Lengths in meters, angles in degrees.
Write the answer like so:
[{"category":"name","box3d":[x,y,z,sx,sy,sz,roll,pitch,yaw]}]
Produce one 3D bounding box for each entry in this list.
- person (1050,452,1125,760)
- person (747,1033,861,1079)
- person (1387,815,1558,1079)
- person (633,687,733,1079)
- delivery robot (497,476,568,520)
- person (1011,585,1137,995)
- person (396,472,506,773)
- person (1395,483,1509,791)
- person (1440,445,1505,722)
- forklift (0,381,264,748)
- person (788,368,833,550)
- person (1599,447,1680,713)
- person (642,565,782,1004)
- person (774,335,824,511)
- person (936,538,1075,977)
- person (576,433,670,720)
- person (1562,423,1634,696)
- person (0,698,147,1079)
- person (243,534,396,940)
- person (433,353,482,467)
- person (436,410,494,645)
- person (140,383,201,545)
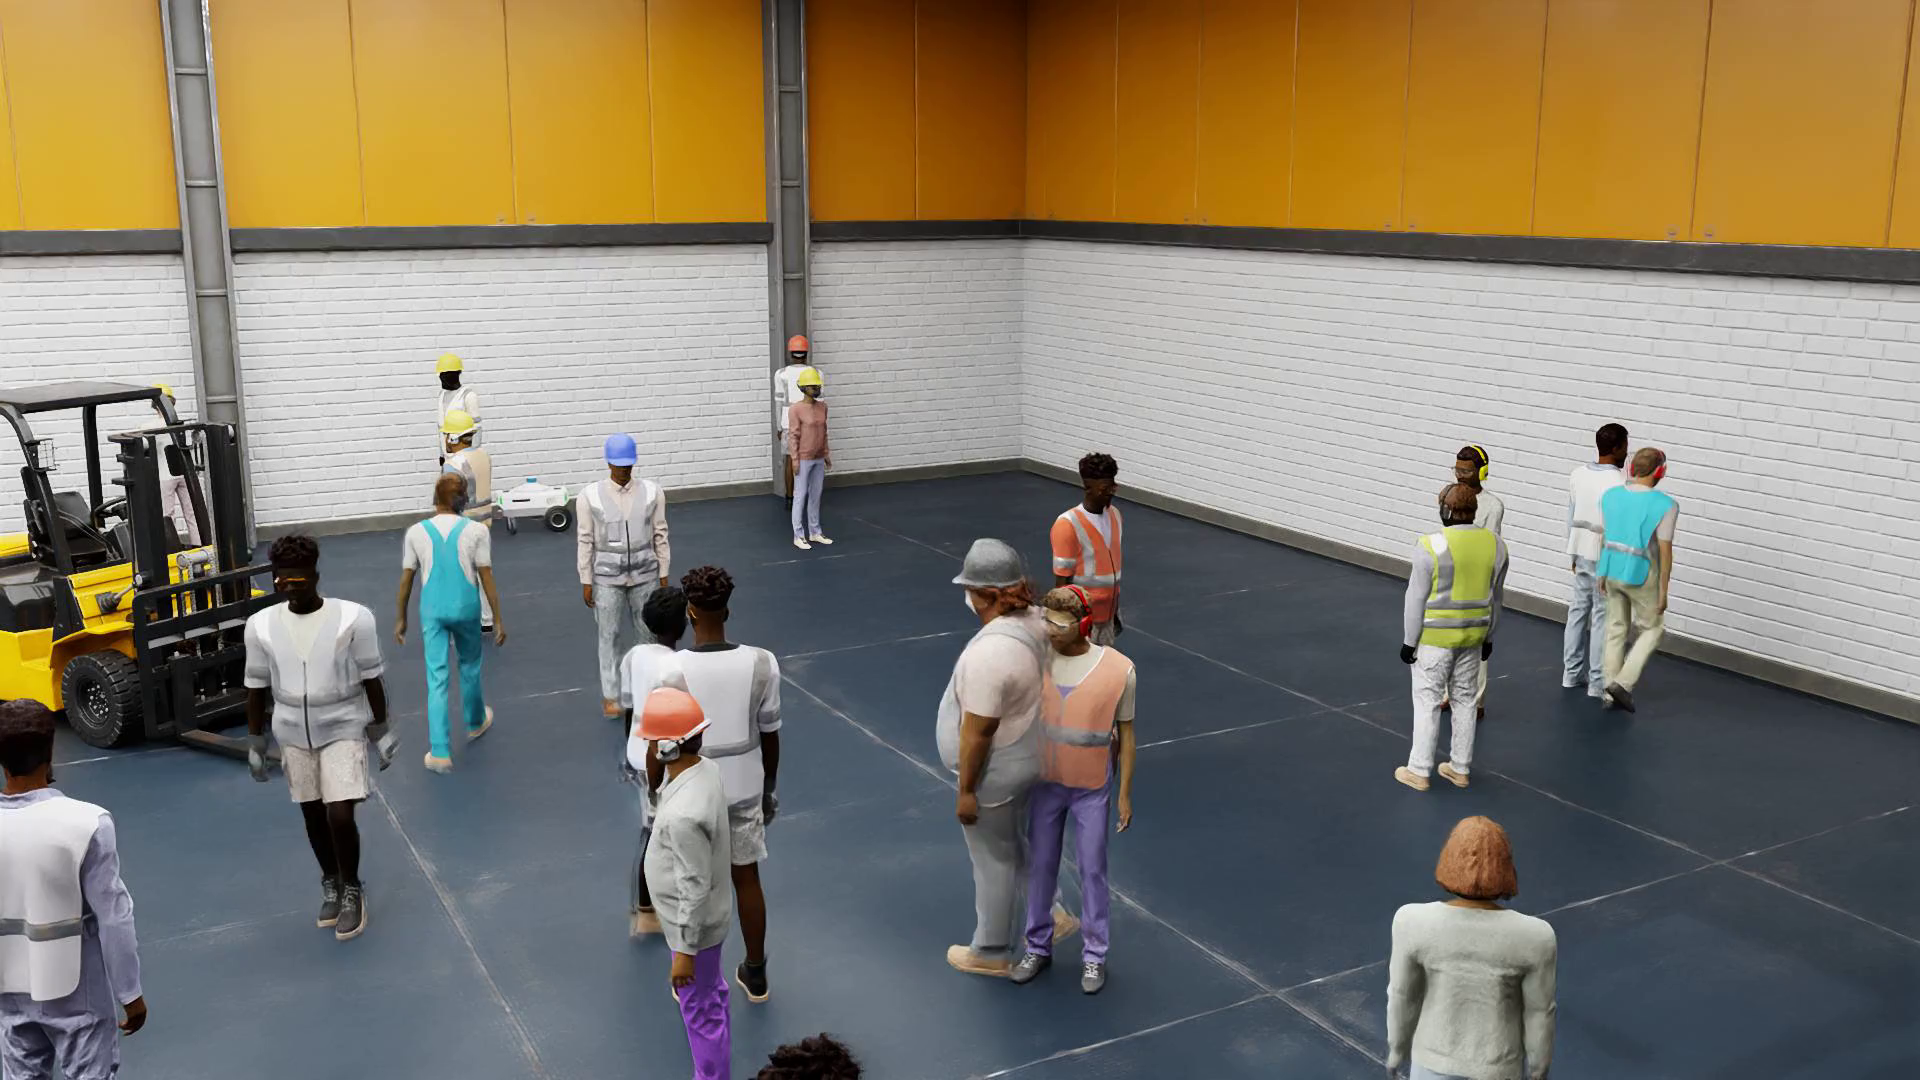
[{"category":"person","box3d":[0.796,0.429,10.128,0.367,1.962,0.613,10,16,39]},{"category":"person","box3d":[-0.251,1.892,3.313,0.639,1.960,0.400,1,12,4]},{"category":"person","box3d":[1.587,1.647,5.203,0.504,1.632,0.283,4,13,18]},{"category":"person","box3d":[-1.012,1.387,6.145,0.339,1.748,0.564,-1,12,-4]},{"category":"delivery robot","box3d":[-4.421,-0.415,17.192,0.707,0.478,0.477,-4,13,-17]},{"category":"person","box3d":[0.490,1.084,7.352,0.575,1.837,0.374,4,13,19]},{"category":"person","box3d":[-3.169,0.473,10.357,0.652,1.777,0.944,-2,12,-9]},{"category":"person","box3d":[2.884,0.572,9.788,0.638,1.830,0.429,-4,13,-18]},{"category":"person","box3d":[3.356,0.290,11.042,0.333,1.860,0.510,-5,13,-24]},{"category":"forklift","box3d":[-5.853,0.085,11.199,2.313,2.155,1.214,7,14,28]},{"category":"person","box3d":[-1.469,-0.802,16.362,0.304,1.772,0.529,9,15,36]},{"category":"person","box3d":[4.515,0.278,11.169,0.423,1.822,0.574,-9,15,-35]},{"category":"person","box3d":[-1.055,1.072,7.146,0.601,1.957,0.375,-6,13,-26]},{"category":"person","box3d":[-1.757,-1.276,18.222,0.541,1.929,0.397,-1,12,-6]},{"category":"person","box3d":[0.152,0.972,7.407,0.536,2.000,0.707,6,13,25]},{"category":"person","box3d":[-2.235,0.239,11.100,0.614,1.938,0.416,-5,13,-22]},{"category":"person","box3d":[4.460,0.137,11.611,0.392,1.919,0.592,-5,13,-21]},{"category":"person","box3d":[-2.980,1.449,5.449,0.596,1.921,0.380,1,12,4]},{"category":"person","box3d":[-3.029,0.932,7.814,0.650,1.942,0.620,-1,12,-3]},{"category":"person","box3d":[-4.931,-0.871,16.309,0.595,1.925,0.374,10,15,38]},{"category":"person","box3d":[-3.844,-0.098,12.914,0.403,1.833,0.591,2,12,10]},{"category":"person","box3d":[-7.220,-0.555,15.216,0.329,1.765,0.533,8,15,34]}]
